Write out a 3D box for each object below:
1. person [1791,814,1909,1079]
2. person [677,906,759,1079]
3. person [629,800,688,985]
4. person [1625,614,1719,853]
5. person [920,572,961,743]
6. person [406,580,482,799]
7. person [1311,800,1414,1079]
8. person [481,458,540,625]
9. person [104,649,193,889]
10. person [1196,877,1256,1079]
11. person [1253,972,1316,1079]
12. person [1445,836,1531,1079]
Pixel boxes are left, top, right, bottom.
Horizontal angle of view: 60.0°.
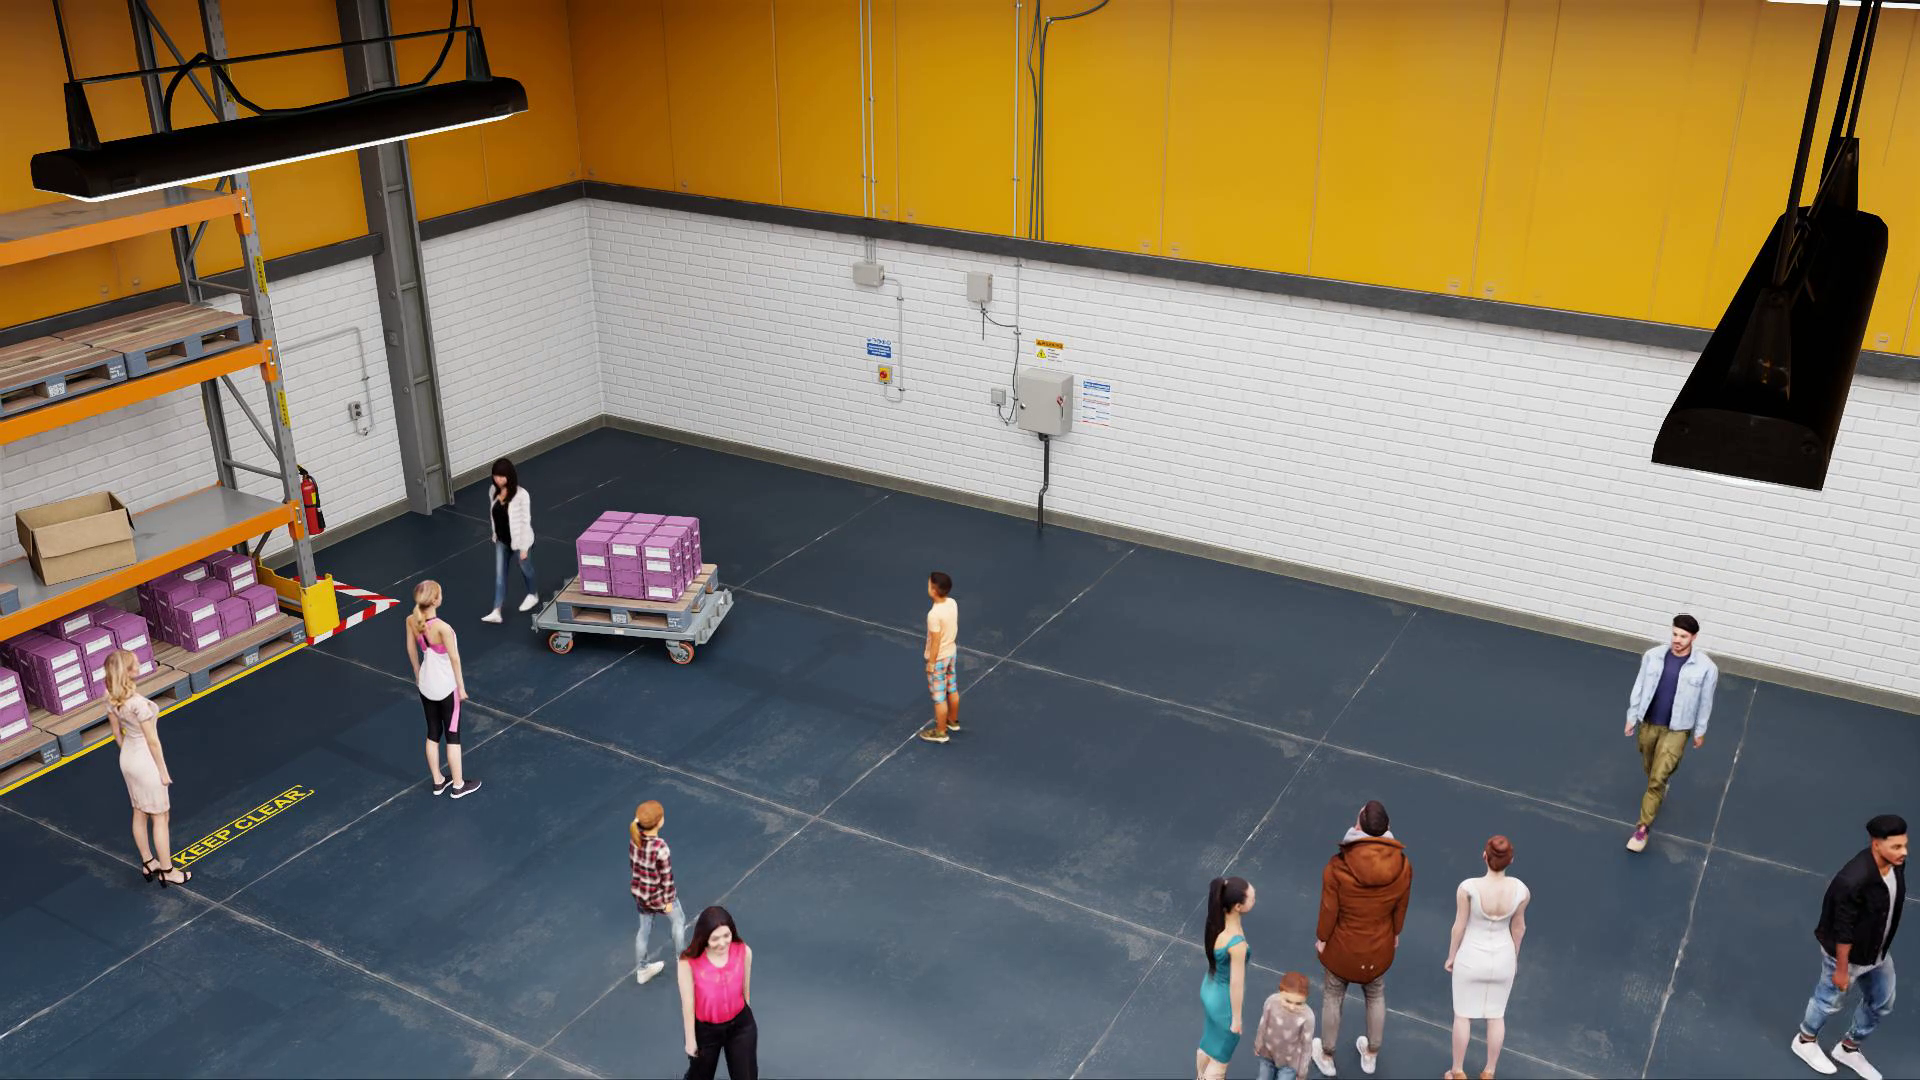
[{"bbox_3d":[5.235,2.350,9.867,0.842,1.793,0.919,-12,26,-25],"label":"person"},{"bbox_3d":[-1.370,2.706,9.252,1.043,1.633,0.988,-12,26,-25],"label":"person"},{"bbox_3d":[-2.004,2.283,10.651,0.596,1.288,0.747,17,29,34],"label":"person"},{"bbox_3d":[5.194,1.340,12.196,0.840,1.777,1.209,19,30,37],"label":"person"},{"bbox_3d":[-0.148,0.935,13.519,0.591,1.461,0.410,12,26,26],"label":"person"},{"bbox_3d":[-3.973,1.131,12.662,0.631,1.786,0.542,10,26,22],"label":"person"},{"bbox_3d":[2.351,2.359,9.793,0.836,1.836,0.885,-4,24,-8],"label":"person"},{"bbox_3d":[-4.129,-0.036,15.567,0.769,1.599,1.072,8,25,18],"label":"person"},{"bbox_3d":[-5.694,1.587,11.567,0.569,1.829,0.489,13,27,27],"label":"person"},{"bbox_3d":[1.473,2.612,9.398,0.676,1.687,0.609,-6,24,-13],"label":"person"},{"bbox_3d":[1.851,2.883,9.416,0.505,1.177,0.523,17,29,34],"label":"person"},{"bbox_3d":[3.025,2.459,9.617,0.638,1.792,0.626,2,24,4],"label":"person"}]
